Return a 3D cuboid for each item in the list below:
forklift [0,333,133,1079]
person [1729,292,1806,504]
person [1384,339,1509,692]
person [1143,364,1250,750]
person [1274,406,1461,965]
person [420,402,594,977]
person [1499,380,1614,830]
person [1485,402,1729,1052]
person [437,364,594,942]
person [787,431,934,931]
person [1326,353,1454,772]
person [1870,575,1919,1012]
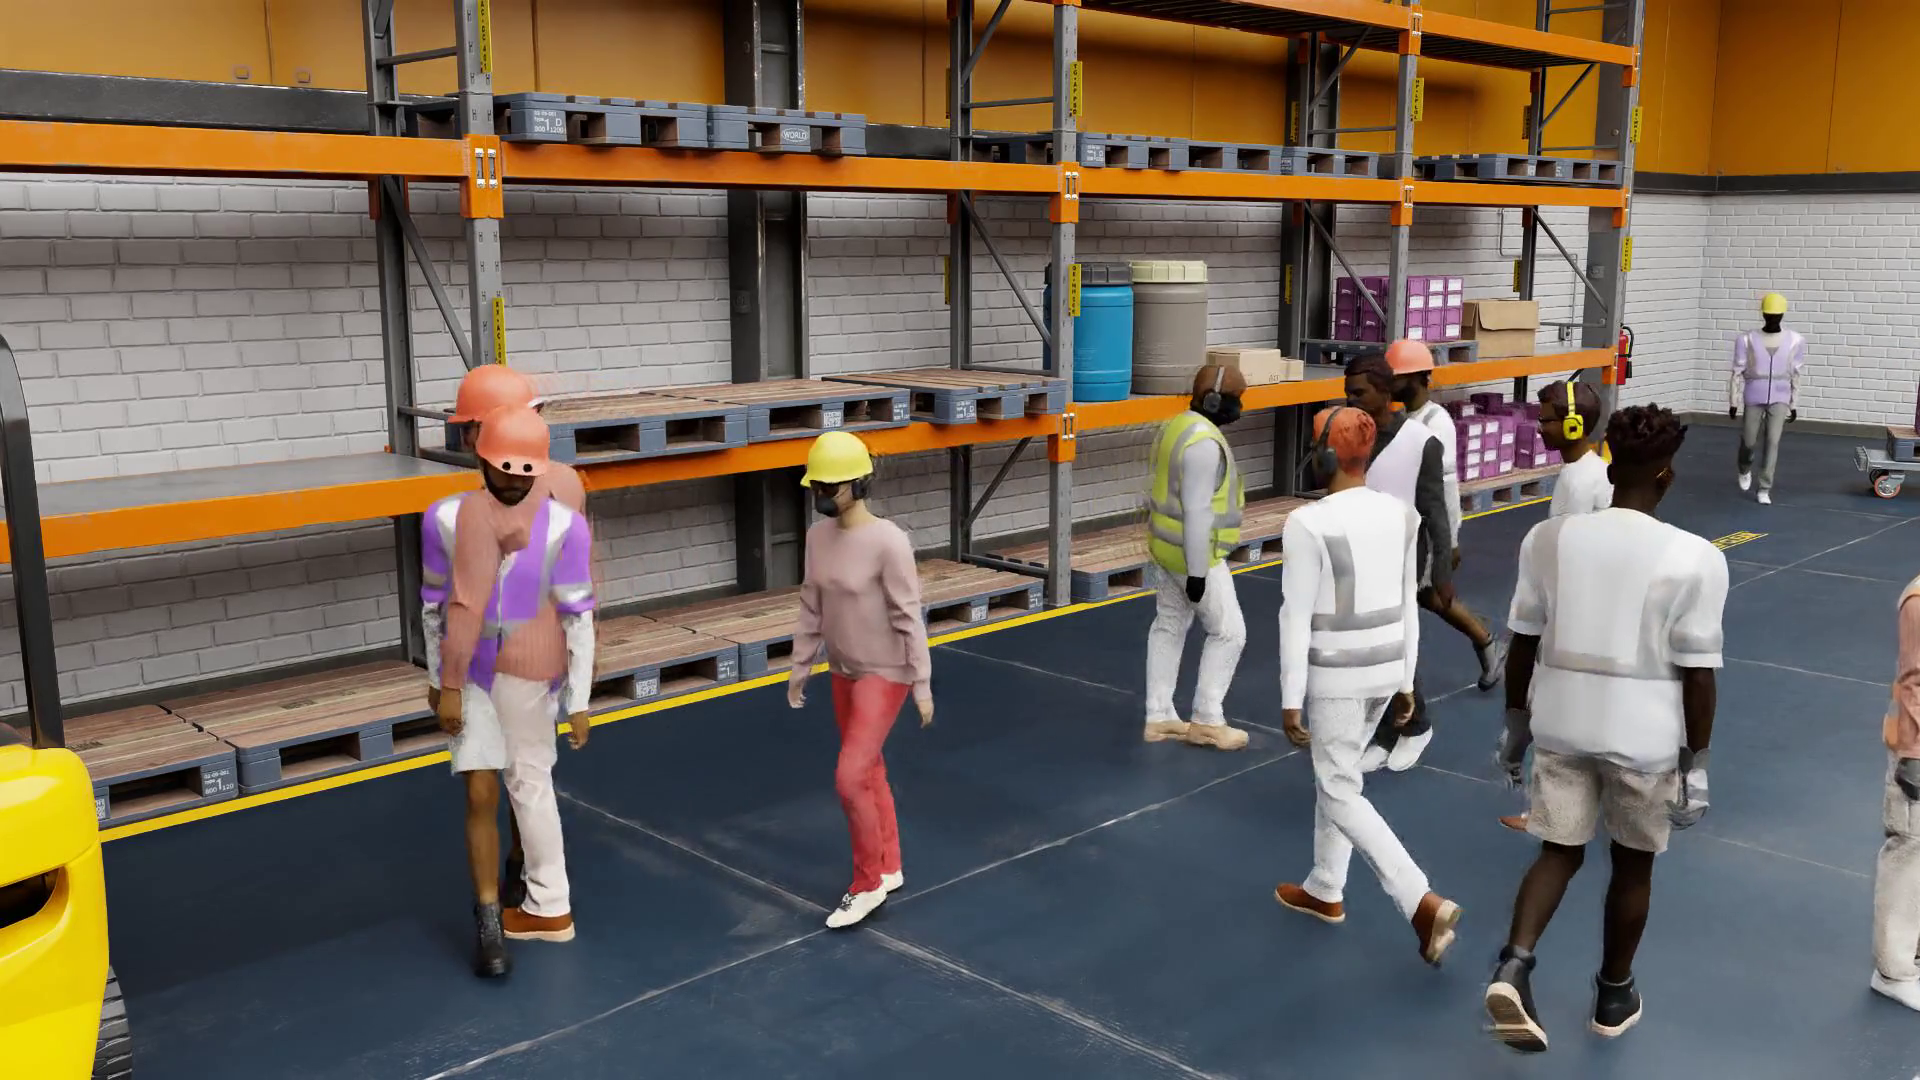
[{"bbox_3d":[-3.289,0.485,4.582,1.214,2.155,2.313,-10,14,-44],"label":"forklift"},{"bbox_3d":[7.312,-1.299,15.112,0.590,1.906,0.679,3,11,18],"label":"person"},{"bbox_3d":[2.484,-0.090,8.553,0.835,1.896,0.579,0,10,-1],"label":"person"},{"bbox_3d":[1.147,0.084,7.790,0.593,1.813,0.658,-2,11,-9],"label":"person"},{"bbox_3d":[1.366,0.488,5.534,0.588,1.855,0.833,-7,13,-34],"label":"person"},{"bbox_3d":[-1.497,0.471,5.516,0.566,1.874,0.850,-2,11,-11],"label":"person"},{"bbox_3d":[2.488,0.291,6.600,0.501,1.849,0.515,4,11,19],"label":"person"},{"bbox_3d":[1.828,0.574,4.811,0.629,1.932,0.749,9,14,40],"label":"person"},{"bbox_3d":[-1.543,0.396,5.627,0.540,1.983,0.647,3,11,17],"label":"person"},{"bbox_3d":[-0.376,0.487,5.784,0.606,1.741,0.580,-9,14,-42],"label":"person"},{"bbox_3d":[1.892,0.120,7.407,0.463,1.892,0.644,-7,12,-33],"label":"person"},{"bbox_3d":[3.077,0.653,5.203,0.518,1.631,0.335,-8,13,-37],"label":"person"}]
